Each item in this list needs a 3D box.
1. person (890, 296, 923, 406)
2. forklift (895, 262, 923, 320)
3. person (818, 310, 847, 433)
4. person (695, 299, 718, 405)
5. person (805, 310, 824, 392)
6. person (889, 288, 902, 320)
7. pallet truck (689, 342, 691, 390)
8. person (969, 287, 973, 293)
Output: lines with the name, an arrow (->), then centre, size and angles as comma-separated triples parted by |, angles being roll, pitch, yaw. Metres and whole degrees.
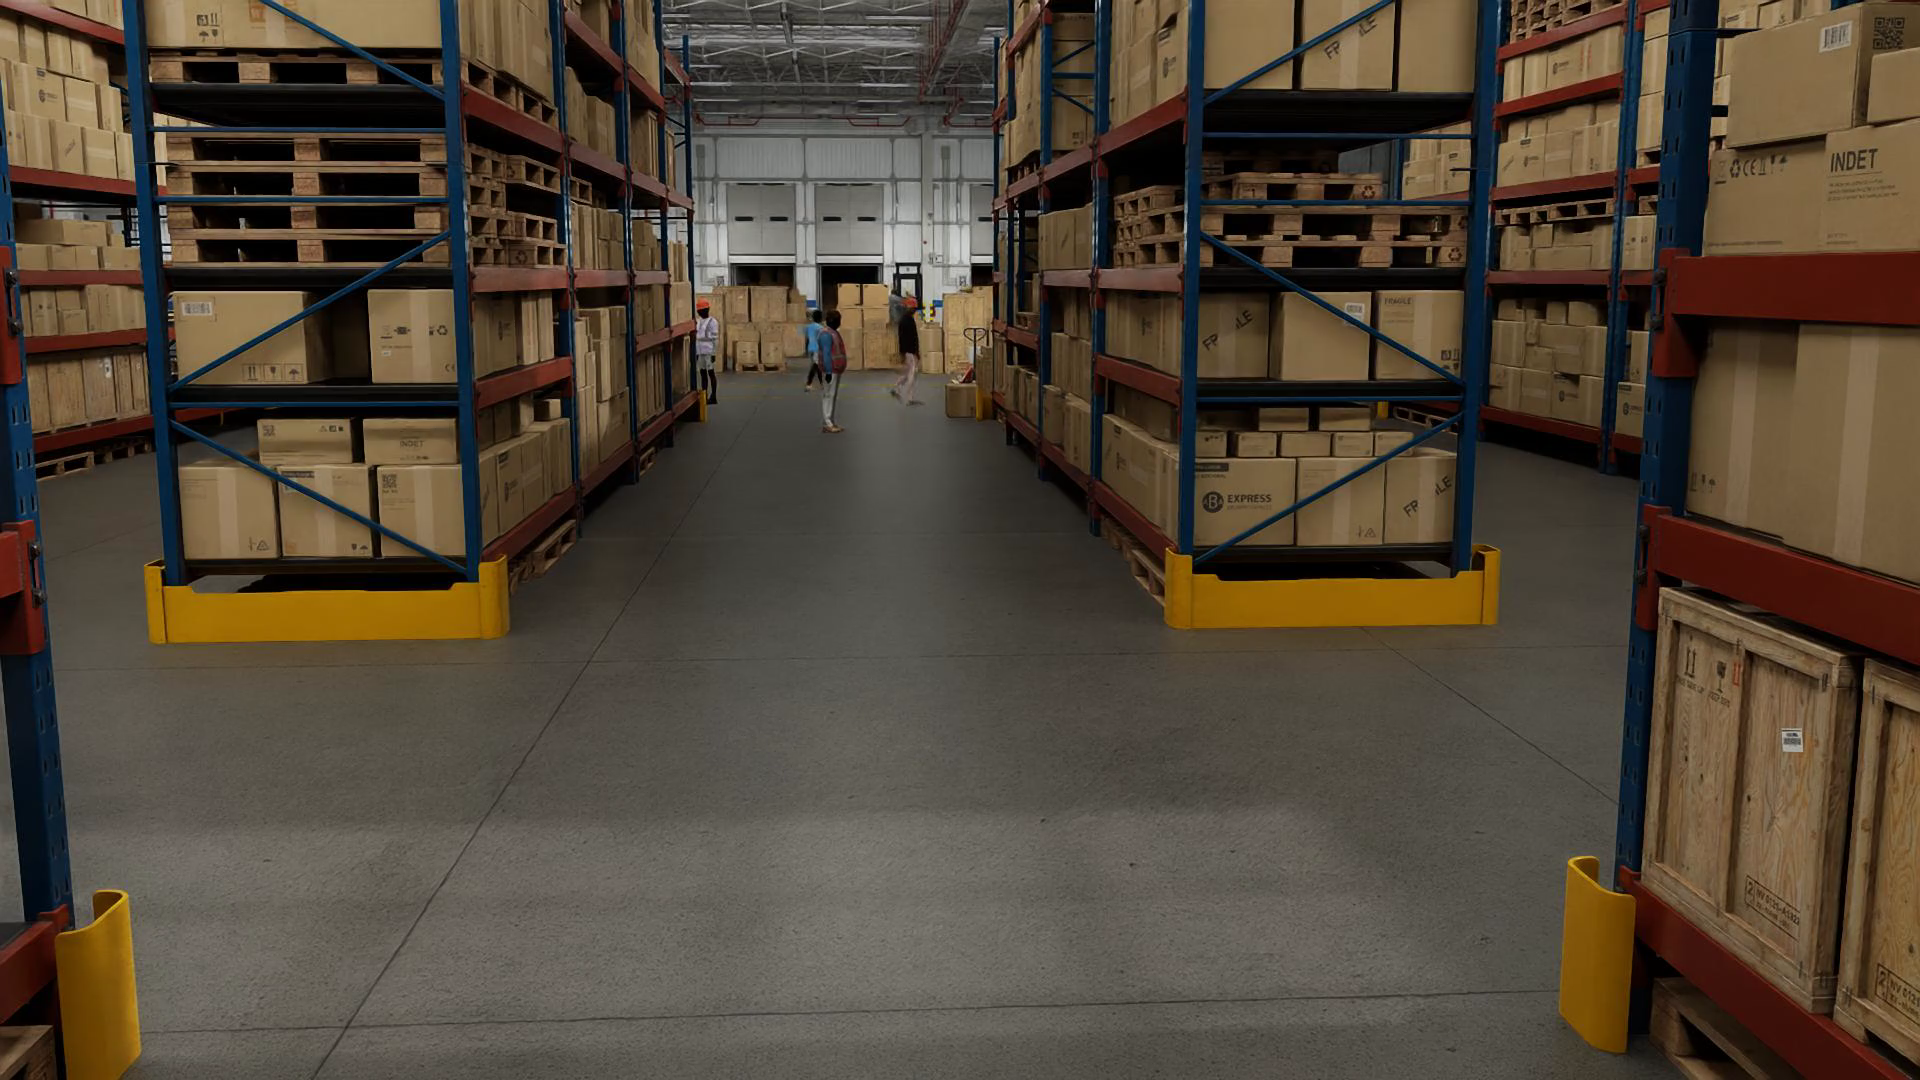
person -> -0.952, -3.416, 30.092 | 0.577, 1.980, 0.638 | 3, 9, 16
forklift -> -1.918, -8.863, 61.485 | 1.129, 2.768, 1.873 | -1, 9, -4
person -> -1.902, -2.523, 24.939 | 0.430, 1.839, 0.626 | 2, 9, 9
person -> -4.653, -3.431, 30.358 | 0.543, 1.928, 0.374 | 8, 12, 42
person -> -2.890, -3.834, 33.757 | 0.548, 1.646, 0.880 | 8, 12, 42
person -> -2.303, -7.826, 57.972 | 0.635, 1.927, 0.372 | 4, 10, 22
pallet truck -> -5.225, -3.008, 27.480 | 1.885, 1.965, 0.823 | 2, 9, 14
person -> 0.493, -8.948, 65.154 | 0.983, 1.874, 0.613 | 6, 11, 33
